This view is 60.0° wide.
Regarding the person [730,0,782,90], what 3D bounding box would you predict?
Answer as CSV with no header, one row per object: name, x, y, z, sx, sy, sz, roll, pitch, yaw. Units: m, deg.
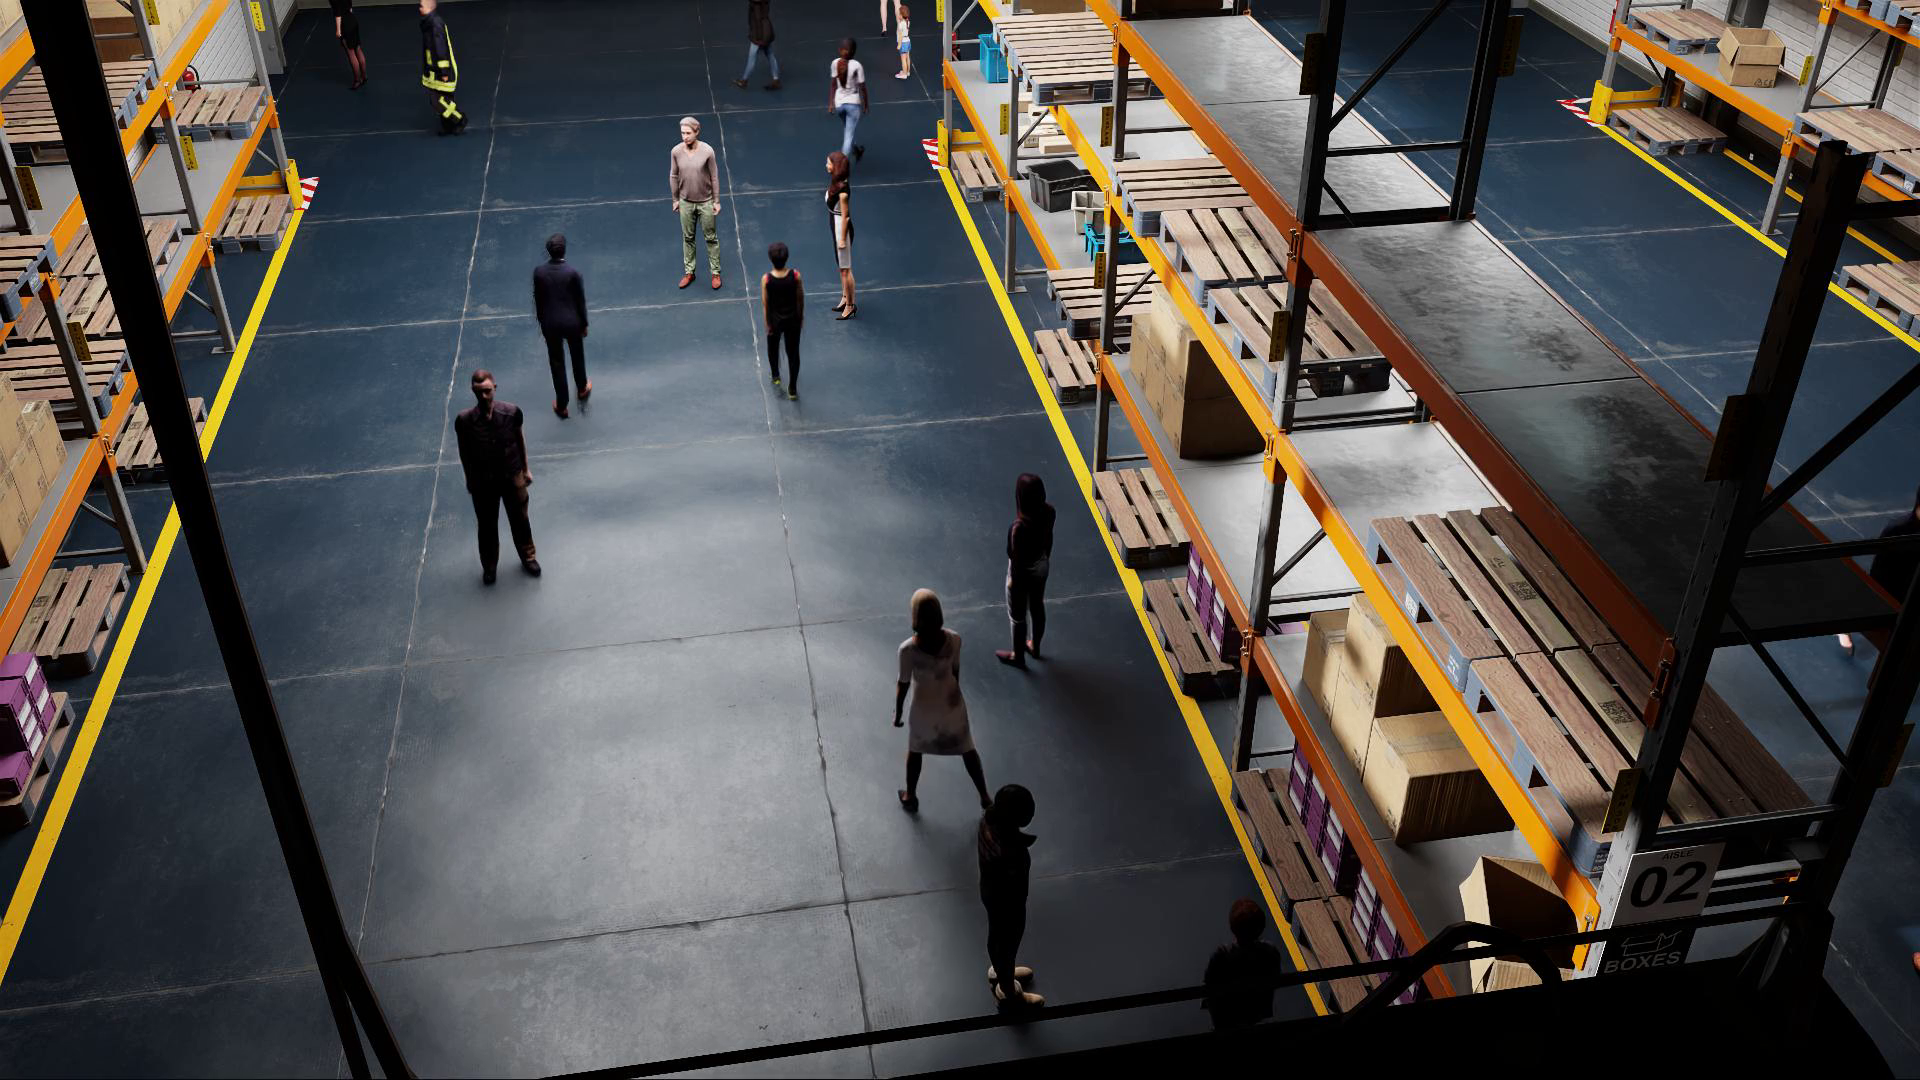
person,-2.704,-7.069,23.197,0.917,1.609,0.974,7,34,11

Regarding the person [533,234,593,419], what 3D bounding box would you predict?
person,-3.700,-1.946,15.422,0.690,1.683,0.870,-3,34,-5

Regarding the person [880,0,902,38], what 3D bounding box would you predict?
person,-1.081,-8.604,25.307,0.605,1.829,0.530,-2,34,-4

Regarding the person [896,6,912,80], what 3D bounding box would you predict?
person,-0.803,-7.147,23.847,0.546,1.019,0.468,13,36,19

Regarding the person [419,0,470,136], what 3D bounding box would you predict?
person,-6.690,-6.178,21.638,0.927,1.851,0.795,-14,36,-20

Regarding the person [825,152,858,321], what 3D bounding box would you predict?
person,-1.211,-3.134,17.108,0.640,1.795,0.426,-5,34,-7

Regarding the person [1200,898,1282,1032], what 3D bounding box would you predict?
person,1.503,2.534,8.903,0.558,1.440,0.617,-3,34,-5

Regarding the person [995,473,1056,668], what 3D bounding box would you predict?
person,0.494,0.220,12.230,0.740,1.608,0.693,25,41,32

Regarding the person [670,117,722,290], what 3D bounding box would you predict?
person,-2.803,-3.608,17.752,0.742,1.871,0.681,3,34,5

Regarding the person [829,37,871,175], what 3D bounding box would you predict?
person,-1.408,-5.266,20.420,1.005,1.680,1.161,14,36,20

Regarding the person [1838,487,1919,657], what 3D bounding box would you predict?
person,6.758,0.303,12.085,0.756,1.631,1.091,-3,34,-5

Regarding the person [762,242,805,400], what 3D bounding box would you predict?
person,-1.654,-2.049,15.714,0.542,1.532,0.753,-4,34,-6

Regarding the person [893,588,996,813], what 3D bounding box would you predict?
person,-0.183,1.084,10.820,0.830,1.732,0.707,-8,34,-12

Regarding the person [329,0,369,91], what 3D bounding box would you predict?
person,-8.571,-7.179,23.275,0.706,1.706,0.551,6,34,9

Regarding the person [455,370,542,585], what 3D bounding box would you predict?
person,-3.660,-0.531,13.151,0.724,1.841,0.647,-11,35,-16

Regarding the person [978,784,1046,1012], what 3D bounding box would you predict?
person,0.240,2.042,9.443,0.663,1.660,0.590,8,34,12
